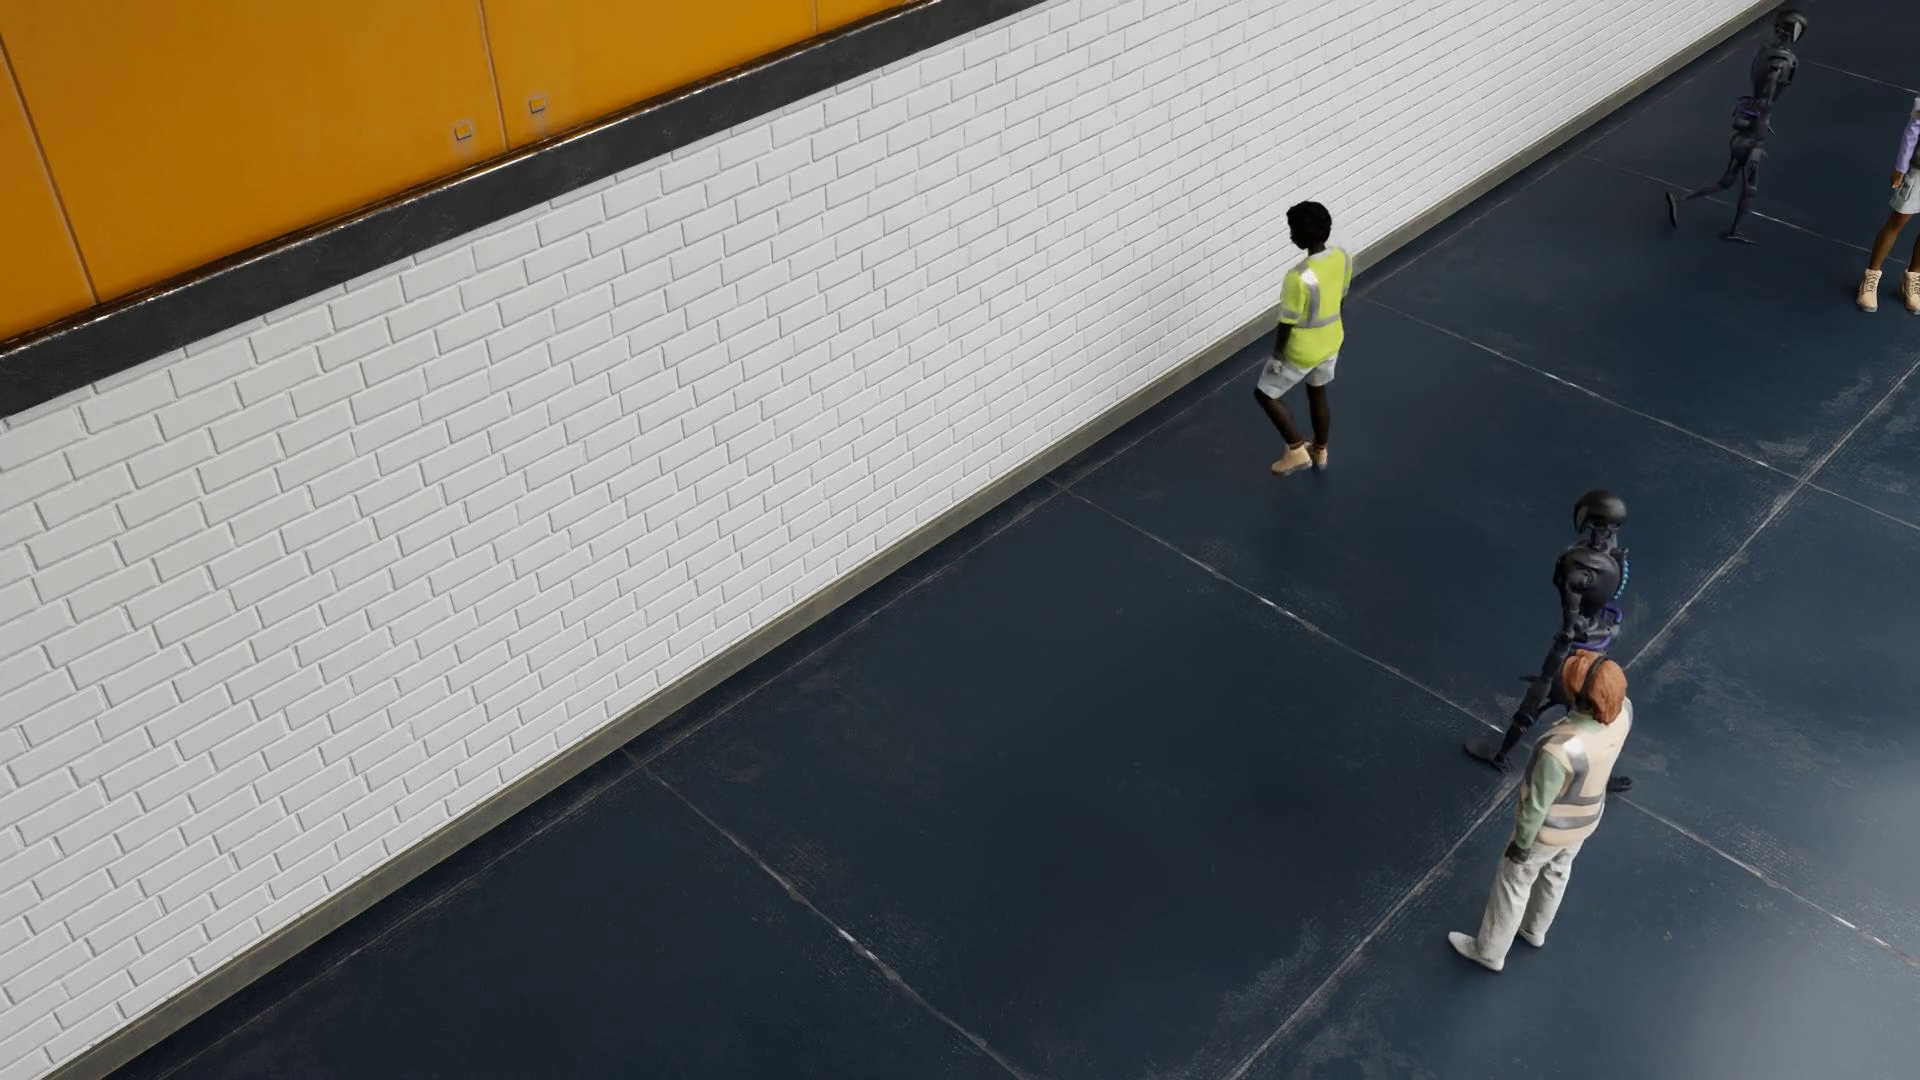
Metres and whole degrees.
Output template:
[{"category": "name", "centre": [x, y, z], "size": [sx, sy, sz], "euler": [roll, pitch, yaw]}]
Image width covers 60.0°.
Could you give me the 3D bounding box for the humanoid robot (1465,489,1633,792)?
[{"category": "humanoid robot", "centre": [2.694, 0.486, 7.232], "size": [0.740, 1.637, 0.592], "euler": [24, 44, 27]}]

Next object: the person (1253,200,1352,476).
[{"category": "person", "centre": [1.900, -1.073, 9.139], "size": [0.593, 1.666, 0.420], "euler": [-31, 48, -33]}]

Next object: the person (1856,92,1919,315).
[{"category": "person", "centre": [6.207, -2.363, 10.463], "size": [0.604, 2.035, 0.381], "euler": [4, 39, 6]}]

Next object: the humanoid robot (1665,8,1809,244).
[{"category": "humanoid robot", "centre": [5.318, -2.826, 11.340], "size": [0.674, 1.623, 0.585], "euler": [13, 40, 15]}]

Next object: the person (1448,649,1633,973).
[{"category": "person", "centre": [2.308, 1.070, 6.490], "size": [0.531, 1.637, 0.350], "euler": [-26, 45, -29]}]
